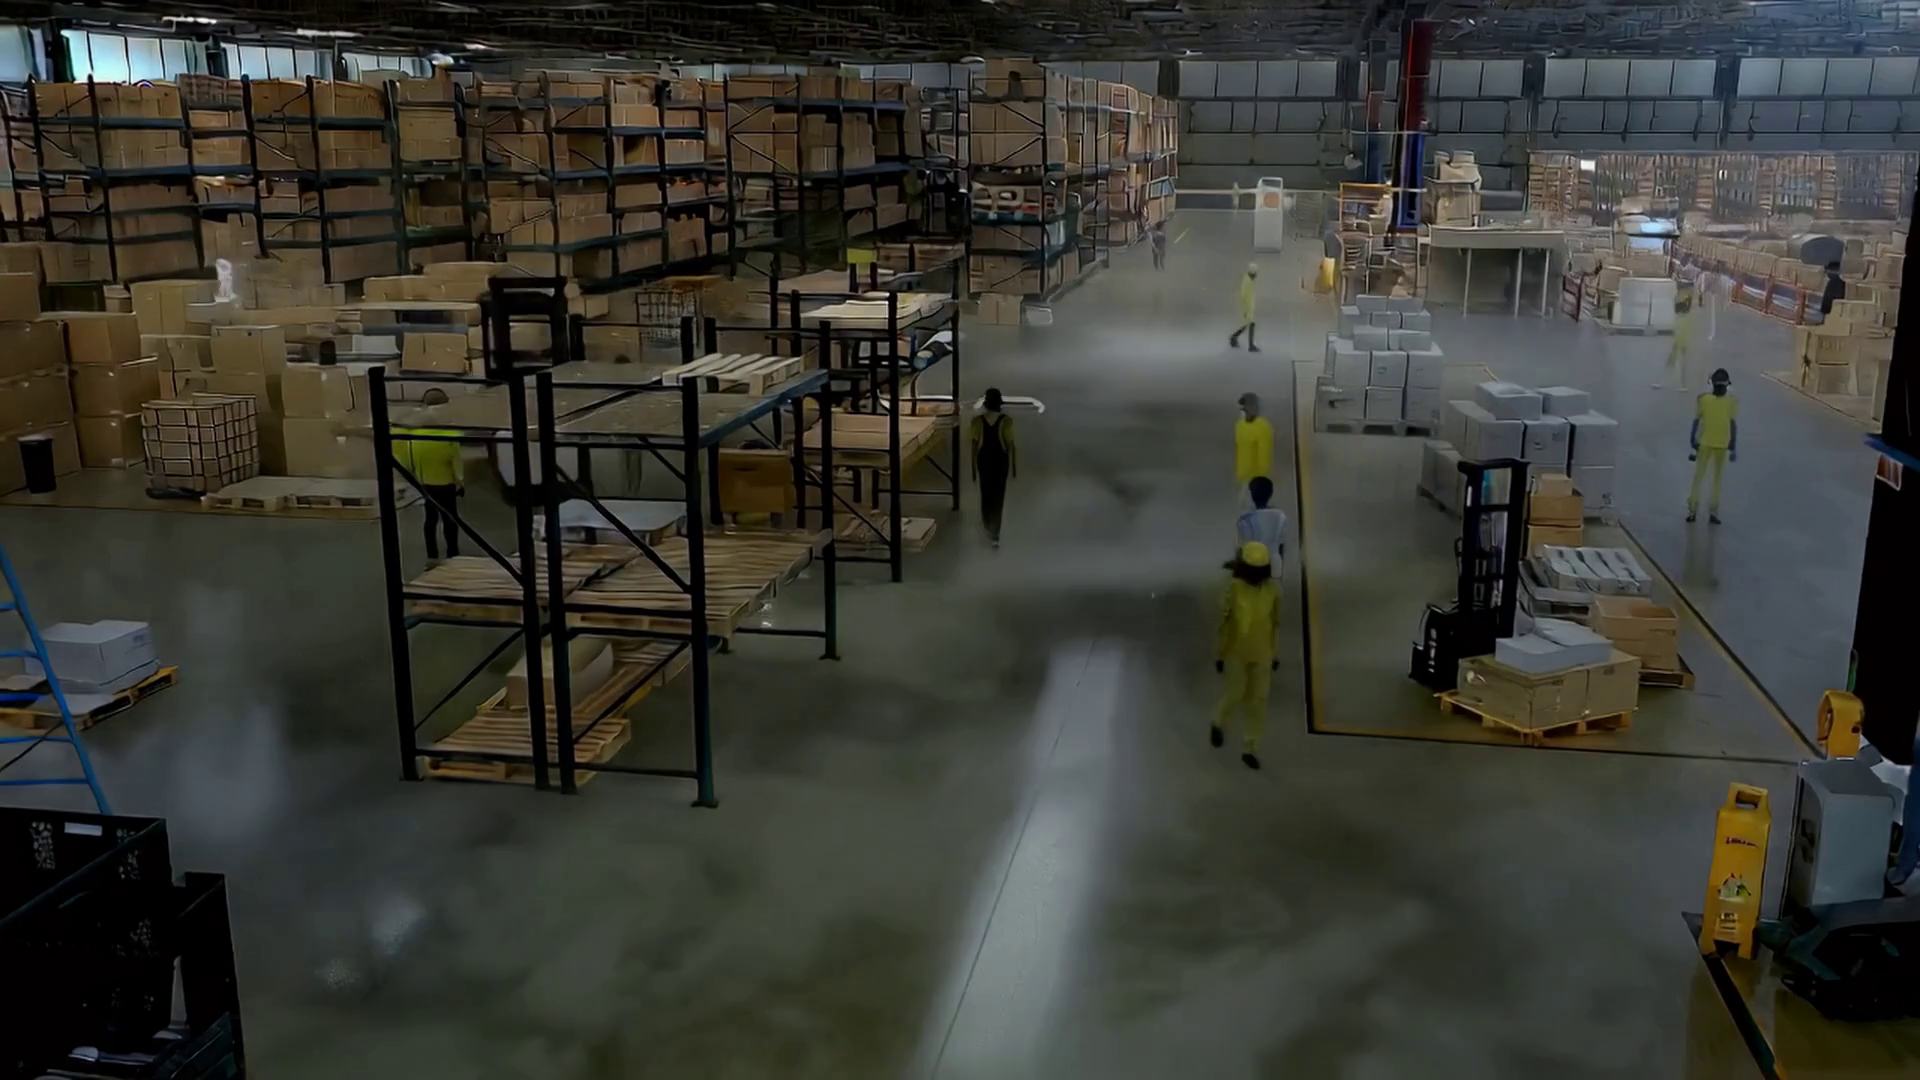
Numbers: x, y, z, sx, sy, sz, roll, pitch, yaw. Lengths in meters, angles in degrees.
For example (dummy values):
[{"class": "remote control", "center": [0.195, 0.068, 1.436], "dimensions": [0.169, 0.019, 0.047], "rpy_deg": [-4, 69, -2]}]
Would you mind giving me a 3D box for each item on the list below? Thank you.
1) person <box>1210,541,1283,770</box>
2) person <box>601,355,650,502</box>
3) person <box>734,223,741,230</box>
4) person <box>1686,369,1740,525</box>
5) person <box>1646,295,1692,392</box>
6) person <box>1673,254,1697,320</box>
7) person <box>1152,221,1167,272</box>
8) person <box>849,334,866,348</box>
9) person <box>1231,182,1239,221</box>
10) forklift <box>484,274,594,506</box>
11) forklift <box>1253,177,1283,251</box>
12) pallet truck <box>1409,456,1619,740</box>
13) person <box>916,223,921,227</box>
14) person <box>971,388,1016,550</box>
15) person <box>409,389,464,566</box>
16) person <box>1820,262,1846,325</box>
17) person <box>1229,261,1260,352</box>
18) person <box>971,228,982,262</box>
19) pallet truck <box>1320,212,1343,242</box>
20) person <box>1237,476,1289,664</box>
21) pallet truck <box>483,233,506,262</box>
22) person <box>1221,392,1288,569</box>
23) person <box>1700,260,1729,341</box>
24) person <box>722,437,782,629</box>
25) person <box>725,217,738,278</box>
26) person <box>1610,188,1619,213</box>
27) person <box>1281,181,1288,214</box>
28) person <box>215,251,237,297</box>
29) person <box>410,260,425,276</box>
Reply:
[{"class": "person", "center": [2.112, 0.821, 12.259], "dimensions": [0.485, 1.725, 0.468], "rpy_deg": [-2, 14, -10]}, {"class": "person", "center": [-4.167, -1.346, 20.661], "dimensions": [0.617, 1.907, 0.454], "rpy_deg": [-2, 14, -9]}, {"class": "person", "center": [-8.415, -11.337, 61.855], "dimensions": [0.498, 1.607, 0.758], "rpy_deg": [-10, 17, -36]}, {"class": "person", "center": [8.964, -1.108, 19.791], "dimensions": [0.536, 1.865, 0.312], "rpy_deg": [4, 14, 14]}, {"class": "person", "center": [12.804, -3.521, 29.846], "dimensions": [0.839, 1.726, 0.556], "rpy_deg": [6, 15, 22]}, {"class": "person", "center": [17.710, -6.156, 40.667], "dimensions": [0.552, 1.675, 0.554], "rpy_deg": [3, 14, 12]}, {"class": "person", "center": [6.634, -9.748, 55.241], "dimensions": [0.546, 1.671, 0.569], "rpy_deg": [-4, 14, -17]}, {"class": "person", "center": [-1.976, -4.212, 32.295], "dimensions": [0.614, 1.918, 0.969], "rpy_deg": [5, 15, 19]}, {"class": "person", "center": [14.290, -17.583, 86.446], "dimensions": [0.401, 1.987, 0.608], "rpy_deg": [1, 14, 3]}, {"class": "forklift", "center": [-5.445, -1.978, 21.234], "dimensions": [1.129, 2.768, 1.873], "rpy_deg": [-6, 15, -23]}, {"class": "forklift", "center": [12.083, -12.747, 64.956], "dimensions": [1.129, 2.768, 1.873], "rpy_deg": [3, 14, 10]}, {"class": "pallet truck", "center": [4.504, 0.400, 13.395], "dimensions": [0.823, 1.965, 1.885], "rpy_deg": [-6, 15, -23]}, {"class": "person", "center": [-1.936, -13.292, 69.226], "dimensions": [0.655, 1.881, 1.035], "rpy_deg": [3, 14, 13]}, {"class": "person", "center": [0.374, -0.811, 18.750], "dimensions": [0.511, 1.799, 0.997], "rpy_deg": [2, 14, 8]}, {"class": "person", "center": [-5.591, -0.660, 17.864], "dimensions": [0.585, 1.918, 0.379], "rpy_deg": [4, 14, 15]}, {"class": "person", "center": [17.890, -4.713, 34.182], "dimensions": [0.399, 1.984, 0.610], "rpy_deg": [-1, 14, -2]}, {"class": "person", "center": [6.079, -4.950, 35.264], "dimensions": [0.599, 1.925, 0.561], "rpy_deg": [13, 19, 42]}, {"class": "person", "center": [0.594, -10.256, 57.013], "dimensions": [0.429, 1.829, 0.636], "rpy_deg": [6, 15, 23]}, {"class": "pallet truck", "center": [15.874, -13.227, 70.310], "dimensions": [0.680, 1.201, 1.601], "rpy_deg": [10, 17, 35]}, {"class": "person", "center": [2.617, 0.277, 14.511], "dimensions": [0.534, 1.698, 0.322], "rpy_deg": [-7, 15, -25]}, {"class": "pallet truck", "center": [-11.832, -7.026, 43.548], "dimensions": [1.885, 1.965, 0.823], "rpy_deg": [8, 16, 28]}, {"class": "person", "center": [3.146, -0.625, 17.726], "dimensions": [0.617, 1.915, 0.634], "rpy_deg": [-5, 15, -20]}, {"class": "person", "center": [16.931, -5.390, 37.331], "dimensions": [0.607, 1.793, 0.822], "rpy_deg": [2, 14, 9]}, {"class": "person", "center": [-1.974, -0.053, 15.560], "dimensions": [0.627, 1.844, 0.429], "rpy_deg": [3, 14, 11]}, {"class": "person", "center": [-7.293, -9.345, 53.126], "dimensions": [0.375, 1.916, 0.597], "rpy_deg": [-5, 15, -20]}, {"class": "person", "center": [35.050, -18.188, 89.209], "dimensions": [0.612, 1.823, 0.594], "rpy_deg": [6, 15, 23]}, {"class": "person", "center": [18.222, -19.247, 93.489], "dimensions": [0.633, 1.839, 0.429], "rpy_deg": [-12, 18, -40]}, {"class": "person", "center": [-18.872, -6.584, 42.577], "dimensions": [0.885, 1.585, 0.524], "rpy_deg": [2, 14, 9]}, {"class": "person", "center": [-11.792, -5.188, 36.357], "dimensions": [0.518, 1.865, 0.323], "rpy_deg": [-3, 14, -14]}]
